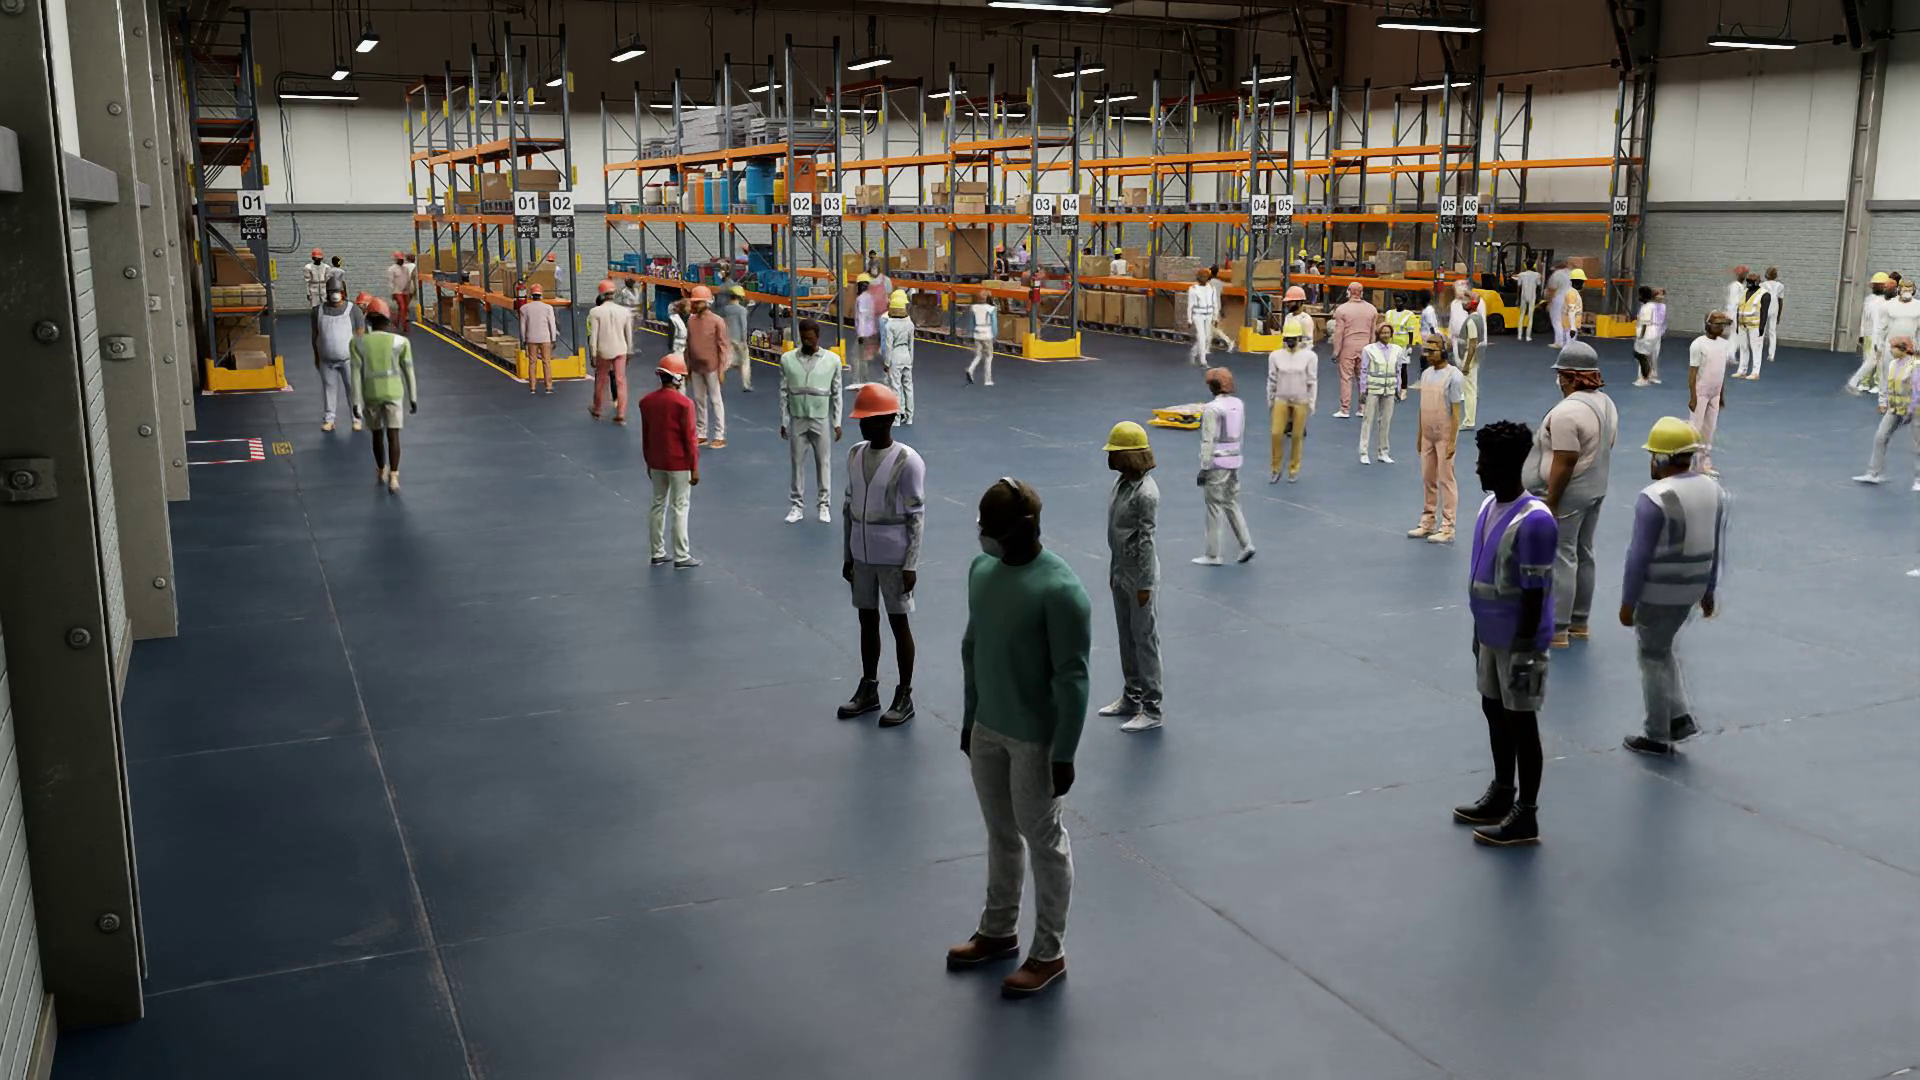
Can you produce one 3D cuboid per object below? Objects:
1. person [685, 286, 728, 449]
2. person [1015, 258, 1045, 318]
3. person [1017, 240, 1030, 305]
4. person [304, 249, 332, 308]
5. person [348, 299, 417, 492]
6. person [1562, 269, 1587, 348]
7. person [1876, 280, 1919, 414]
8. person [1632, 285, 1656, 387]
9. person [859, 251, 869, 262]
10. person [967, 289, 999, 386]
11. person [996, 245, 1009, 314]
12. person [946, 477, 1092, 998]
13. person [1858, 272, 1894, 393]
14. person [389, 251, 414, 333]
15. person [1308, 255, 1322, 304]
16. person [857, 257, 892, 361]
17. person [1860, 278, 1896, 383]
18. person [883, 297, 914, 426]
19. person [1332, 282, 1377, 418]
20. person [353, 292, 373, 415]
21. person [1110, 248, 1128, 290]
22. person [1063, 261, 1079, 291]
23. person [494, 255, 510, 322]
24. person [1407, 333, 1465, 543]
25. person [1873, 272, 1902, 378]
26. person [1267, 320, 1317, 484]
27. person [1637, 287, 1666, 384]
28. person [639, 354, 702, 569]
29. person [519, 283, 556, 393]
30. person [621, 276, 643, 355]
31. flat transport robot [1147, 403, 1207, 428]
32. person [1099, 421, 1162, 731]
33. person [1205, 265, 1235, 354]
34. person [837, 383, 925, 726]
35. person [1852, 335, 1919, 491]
[{"bbox_3d":[-3.136,-2.117,20.405,0.622,1.992,0.395,7,13,32],"label":"person"},{"bbox_3d":[1.542,-5.430,37.579,0.655,1.855,0.890,-9,14,-37],"label":"person"},{"bbox_3d":[2.090,-8.428,52.346,0.615,2.045,0.365,7,13,31],"label":"person"},{"bbox_3d":[-15.174,-5.874,39.407,0.607,2.035,0.407,-6,13,-29],"label":"person"},{"bbox_3d":[-6.010,-1.510,17.348,0.633,1.991,1.065,-3,12,-16],"label":"person"},{"bbox_3d":[10.491,-3.669,28.466,0.366,1.927,0.588,4,12,19],"label":"person"},{"bbox_3d":[13.454,-2.753,23.809,0.627,1.933,0.367,5,12,22],"label":"person"},{"bbox_3d":[11.320,-3.365,27.531,0.360,1.678,0.548,5,12,23],"label":"person"},{"bbox_3d":[-3.048,-8.198,52.060,0.587,1.698,0.572,-7,13,-33],"label":"person"},{"bbox_3d":[0.382,-3.365,27.697,0.517,1.626,0.456,8,14,36],"label":"person"},{"bbox_3d":[1.076,-6.799,44.121,0.431,2.033,0.609,5,12,25],"label":"person"},{"bbox_3d":[0.220,0.719,6.158,0.377,1.933,0.628,-8,14,-36],"label":"person"},{"bbox_3d":[14.695,-3.323,26.701,0.364,1.930,0.588,-4,12,-18],"label":"person"},{"bbox_3d":[-13.501,-5.984,40.122,0.743,1.971,0.629,6,13,29],"label":"person"},{"bbox_3d":[9.376,-6.633,43.963,0.322,1.761,0.522,-1,11,-3],"label":"person"},{"bbox_3d":[-1.671,-4.516,32.481,0.699,2.000,0.626,-1,11,-3],"label":"person"},{"bbox_3d":[15.147,-3.390,27.348,0.519,1.818,0.841,0,11,-1],"label":"person"},{"bbox_3d":[-0.842,-2.427,22.625,0.488,1.744,0.295,-10,15,-42],"label":"person"},{"bbox_3d":[5.527,-2.666,23.423,0.643,1.908,0.399,-3,12,-14],"label":"person"},{"bbox_3d":[-8.435,-2.647,23.701,0.319,1.755,0.565,-6,13,-28],"label":"person"},{"bbox_3d":[4.354,-7.078,45.825,0.596,1.915,0.421,-6,12,-26],"label":"person"},{"bbox_3d":[3.353,-7.859,50.233,0.535,1.746,0.438,-9,14,-38],"label":"person"},{"bbox_3d":[-12.180,-6.674,44.149,0.325,1.767,0.533,-6,13,-27],"label":"person"},{"bbox_3d":[4.190,-0.895,14.604,0.349,1.841,0.501,-5,12,-24],"label":"person"},{"bbox_3d":[16.207,-3.732,28.973,0.512,1.861,0.330,7,13,32],"label":"person"},{"bbox_3d":[3.514,-1.452,17.646,0.537,1.745,0.612,3,12,16],"label":"person"},{"bbox_3d":[11.716,-3.454,28.135,0.514,1.634,0.313,-5,12,-24],"label":"person"},{"bbox_3d":[-2.334,-0.642,13.550,0.567,1.743,0.347,7,13,31],"label":"person"},{"bbox_3d":[-6.748,-3.228,26.654,0.572,1.754,0.319,0,11,0],"label":"person"},{"bbox_3d":[-6.692,-4.569,33.850,0.432,1.608,0.614,7,13,31],"label":"person"},{"bbox_3d":[3.205,-1.711,22.738,0.652,0.197,1.431,8,14,37],"label":"flat transport robot"},{"bbox_3d":[0.951,0.196,9.325,0.337,1.734,0.481,-4,12,-18],"label":"person"},{"bbox_3d":[5.245,-4.701,33.981,0.783,1.827,0.515,8,14,36],"label":"person"},{"bbox_3d":[-0.456,0.081,9.381,0.545,1.938,0.361,8,14,35],"label":"person"},{"bbox_3d":[9.839,-1.327,17.391,0.566,1.611,0.554,-2,11,-8],"label":"person"}]
